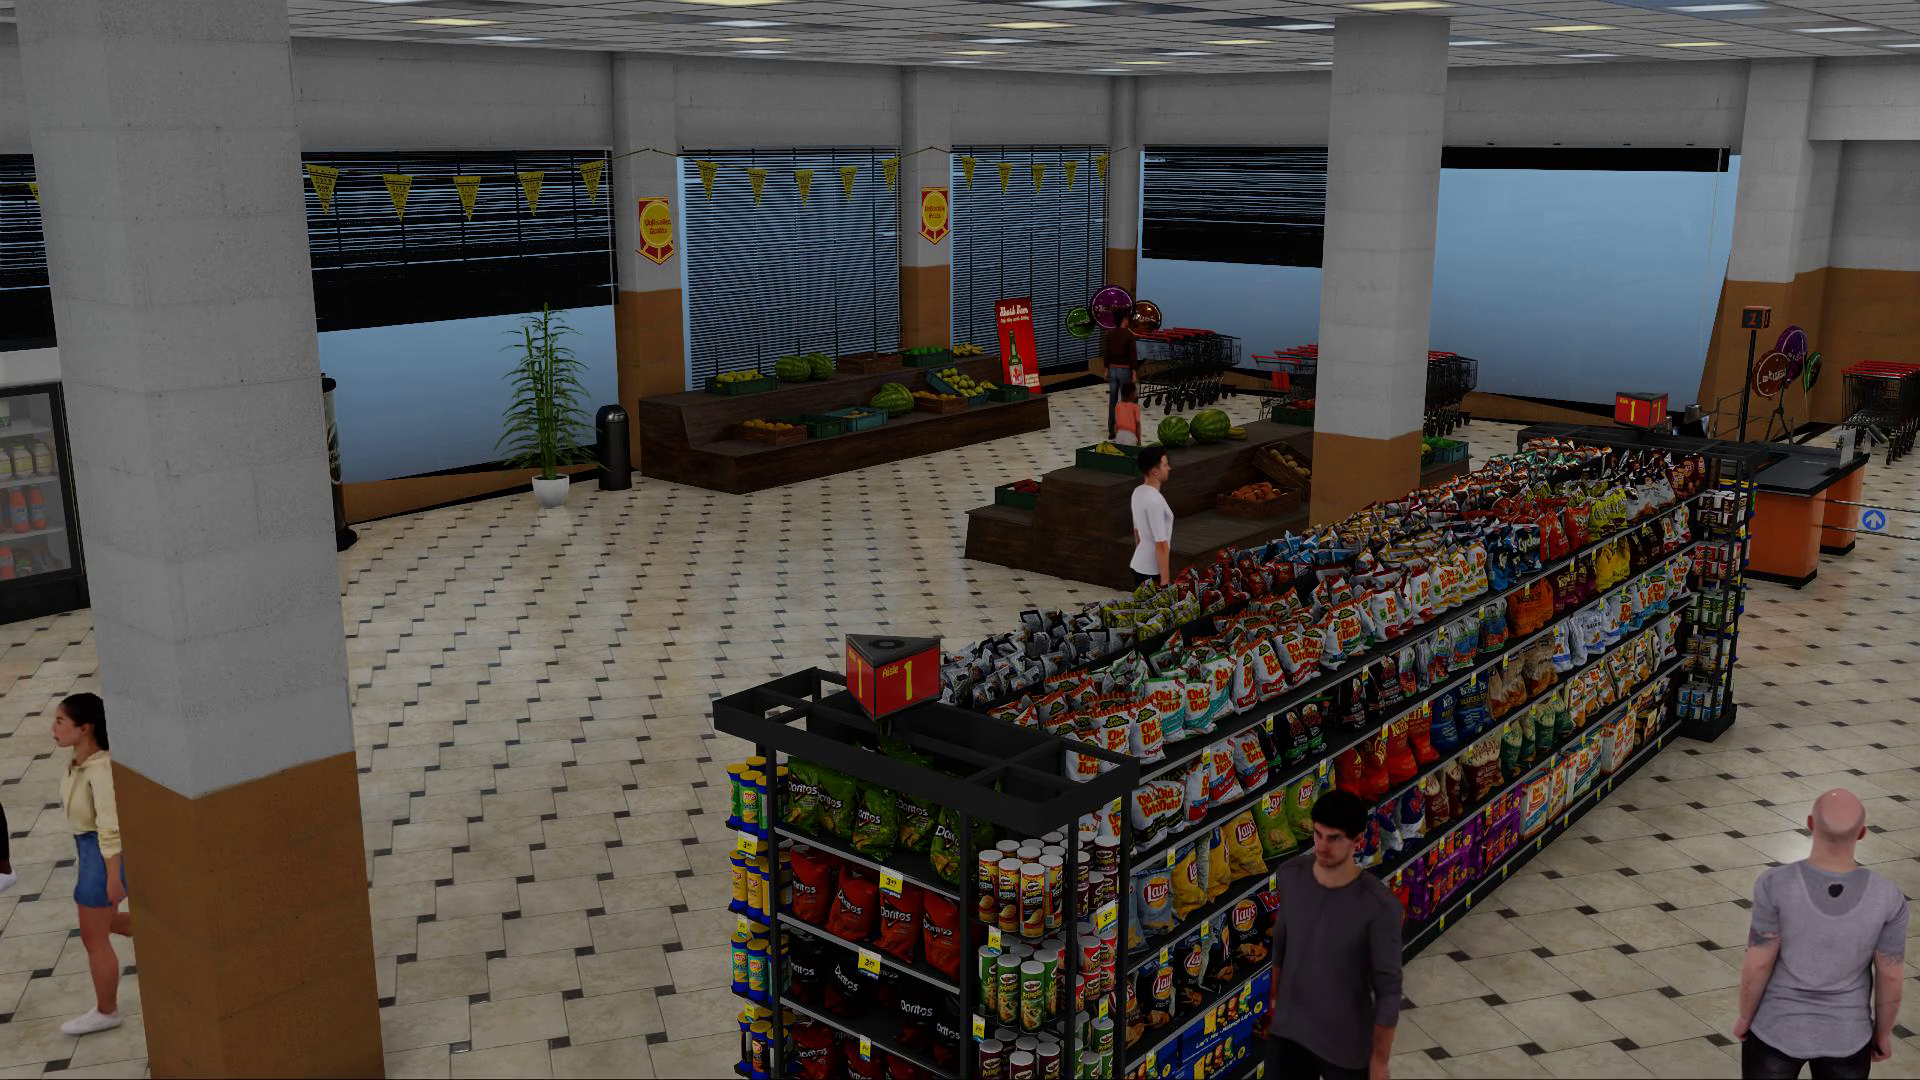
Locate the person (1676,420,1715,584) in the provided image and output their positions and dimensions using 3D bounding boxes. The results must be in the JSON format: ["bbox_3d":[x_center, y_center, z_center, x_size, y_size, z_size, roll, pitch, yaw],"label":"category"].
[{"bbox_3d":[6.448,-0.238,14.623,0.713,1.641,0.834,-1,14,-5],"label":"person"}]

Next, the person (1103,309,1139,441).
[{"bbox_3d":[2.177,-2.253,22.640,0.663,1.778,0.547,9,16,33],"label":"person"}]

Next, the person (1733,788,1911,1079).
[{"bbox_3d":[3.064,1.753,5.996,0.749,1.838,0.715,5,14,18],"label":"person"}]

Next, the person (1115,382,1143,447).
[{"bbox_3d":[1.928,-1.180,19.207,0.499,1.310,0.468,10,17,36],"label":"person"}]

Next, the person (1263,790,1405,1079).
[{"bbox_3d":[1.368,1.760,5.997,0.722,1.824,0.994,12,18,42],"label":"person"}]

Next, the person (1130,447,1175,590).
[{"bbox_3d":[1.405,0.218,12.298,0.788,1.851,0.755,-3,14,-11],"label":"person"}]
